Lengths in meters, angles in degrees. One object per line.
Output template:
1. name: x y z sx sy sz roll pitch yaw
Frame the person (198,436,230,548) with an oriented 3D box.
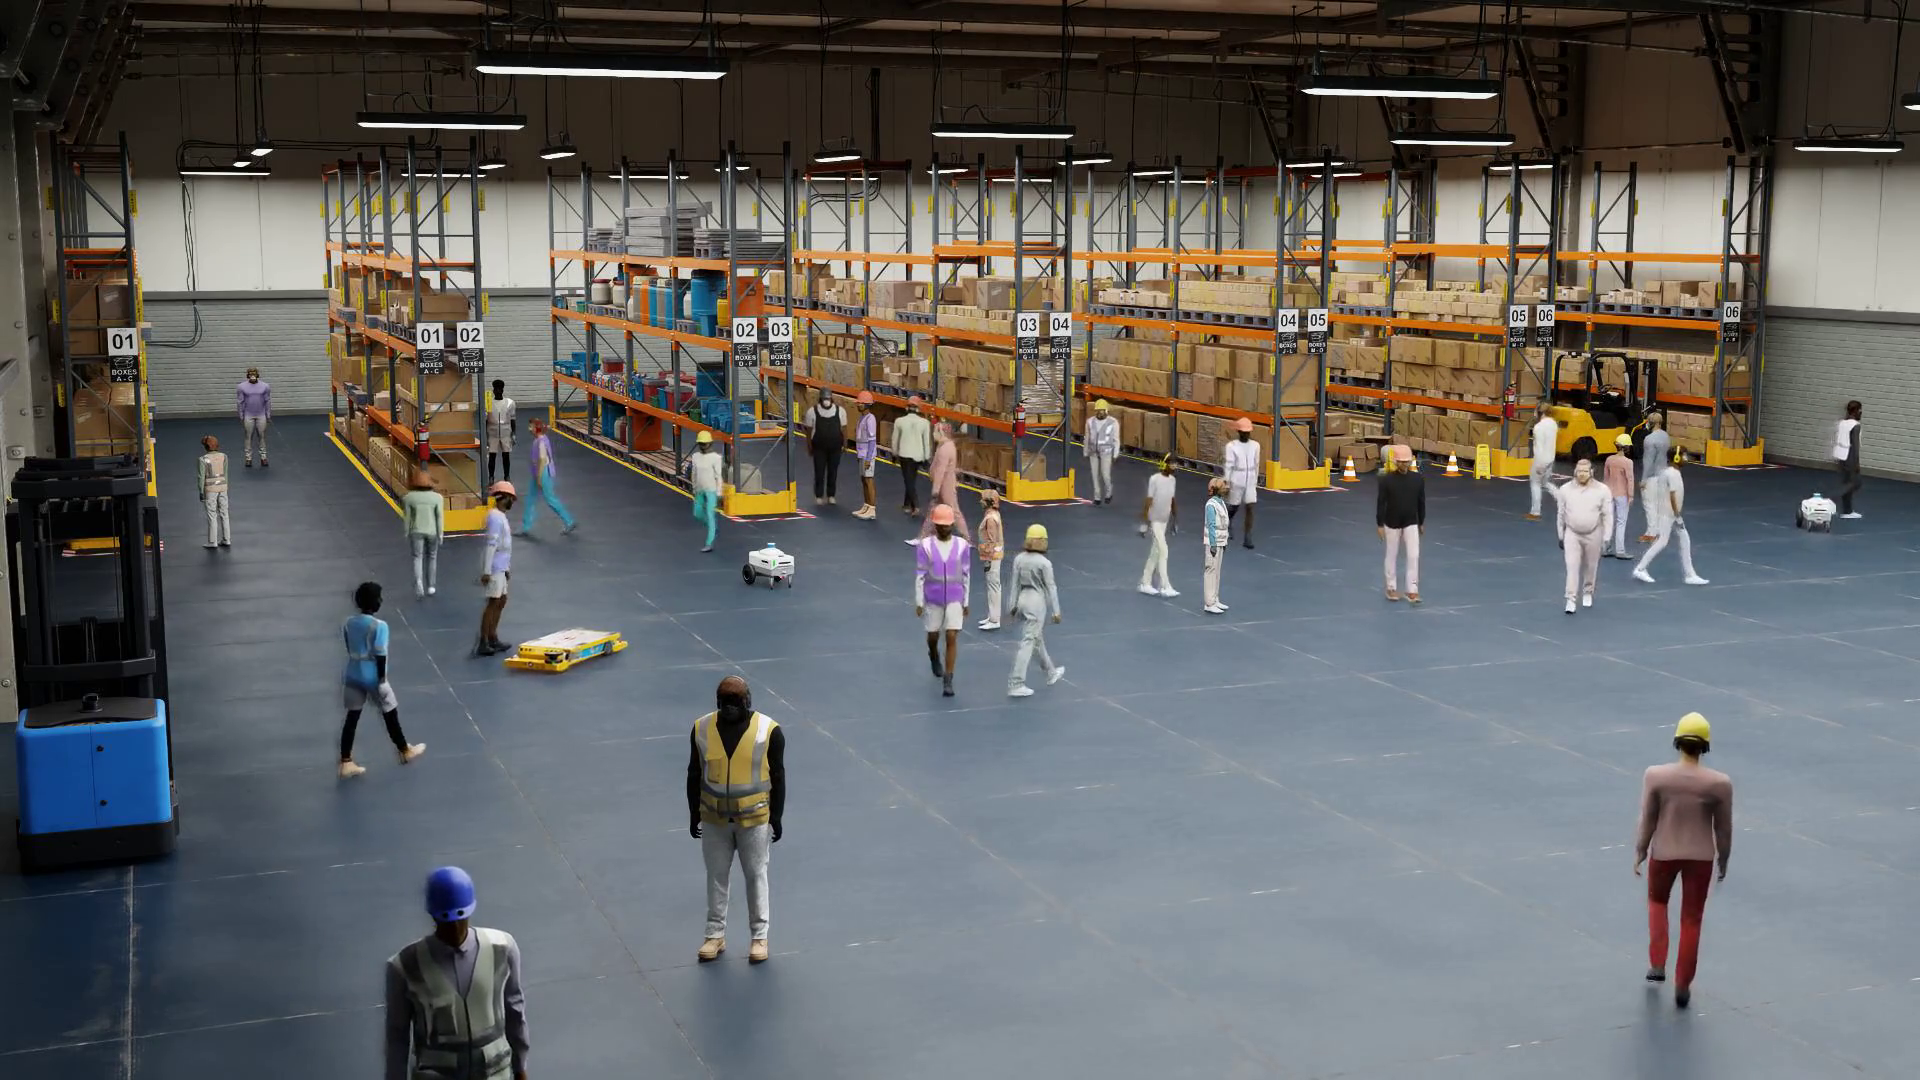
1. person: -10.892 -0.706 30.584 0.315 1.629 0.508 5 10 32

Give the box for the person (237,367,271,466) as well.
1. person: -13.799 -2.418 40.966 0.636 1.939 0.364 -4 9 -24

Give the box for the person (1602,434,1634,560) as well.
1. person: 9.314 -0.618 29.549 0.329 1.765 0.533 -4 10 -26

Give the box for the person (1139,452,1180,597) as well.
1. person: 2.602 -0.195 26.525 0.831 1.824 0.571 7 11 40

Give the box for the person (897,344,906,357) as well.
1. person: -1.429 -3.944 51.728 0.613 1.776 0.880 -5 10 -31

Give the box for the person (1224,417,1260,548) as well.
1. person: 4.121 -0.869 30.766 0.550 1.910 0.829 -2 9 -13

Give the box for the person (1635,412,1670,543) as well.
1. person: 10.296 -0.935 31.079 0.364 1.939 0.633 7 11 40

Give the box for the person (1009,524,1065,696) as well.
1. person: 0.808 0.689 21.065 0.912 1.685 0.520 -8 12 -42

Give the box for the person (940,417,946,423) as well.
1. person: -0.526 -3.460 49.098 0.543 1.583 0.864 -2 9 -15

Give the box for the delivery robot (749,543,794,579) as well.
1. delivery robot: -2.465 0.283 27.385 0.477 0.478 0.707 -6 10 -34

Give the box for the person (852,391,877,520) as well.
1. person: -1.525 -1.363 33.575 0.366 2.048 0.607 -3 9 -17

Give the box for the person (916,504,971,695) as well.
1. person: -0.171 0.566 21.157 0.551 1.916 0.747 -1 9 -3

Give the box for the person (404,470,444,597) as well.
1. person: -6.773 -0.081 26.459 0.507 1.610 0.694 -1 9 -9

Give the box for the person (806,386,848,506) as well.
1. person: -2.198 -1.566 35.090 0.692 2.000 0.942 -2 9 -13

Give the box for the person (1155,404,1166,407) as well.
1. person: 4.578 -3.309 47.923 0.500 1.633 0.282 -4 9 -23

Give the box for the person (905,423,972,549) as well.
1. person: -0.276 -0.770 30.253 0.989 1.851 0.669 0 9 0

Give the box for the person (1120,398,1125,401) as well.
1. person: 3.729 -3.546 48.562 0.596 1.913 0.639 -2 9 -12

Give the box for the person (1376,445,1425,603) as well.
1. person: 5.508 -0.188 26.023 0.650 1.956 0.900 0 9 -3

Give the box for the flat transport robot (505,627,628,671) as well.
1. flat transport robot: -4.257 1.172 22.703 0.652 0.197 1.431 4 9 22

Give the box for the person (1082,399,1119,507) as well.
1. person: 2.340 -1.451 34.950 0.601 1.817 0.430 4 9 25

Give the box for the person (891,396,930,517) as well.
1. person: -0.776 -1.367 33.971 0.606 1.941 1.037 -3 9 -20

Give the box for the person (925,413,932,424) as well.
1. person: -0.730 -3.183 46.462 0.648 1.824 0.632 -2 9 -14

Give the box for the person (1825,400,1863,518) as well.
1. person: 14.222 -1.292 33.560 0.539 1.906 0.618 0 9 2

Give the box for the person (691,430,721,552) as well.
1. person: -3.633 -0.718 30.247 0.528 1.758 0.484 5 10 28

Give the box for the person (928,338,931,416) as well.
1. person: -0.573 -4.061 51.778 0.372 1.995 0.641 1 9 6

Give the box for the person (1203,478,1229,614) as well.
1. person: 3.108 0.058 25.453 0.307 1.641 0.514 3 9 19

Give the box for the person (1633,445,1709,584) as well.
1. person: 9.338 -0.337 27.464 0.926 1.832 0.530 6 10 33

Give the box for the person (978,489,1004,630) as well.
1. person: 0.360 0.219 24.372 0.310 1.642 0.514 0 9 3

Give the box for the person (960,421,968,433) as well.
1. person: 0.152 -2.849 44.151 0.599 1.833 0.976 -4 9 -26

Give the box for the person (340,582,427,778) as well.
1. person: -5.006 1.174 17.939 0.555 1.645 0.857 6 10 33

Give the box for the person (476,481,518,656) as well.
1. person: -5.089 0.312 22.947 0.487 1.885 0.706 -1 9 -4

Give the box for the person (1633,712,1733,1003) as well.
1. person: 4.394 1.909 12.727 0.561 1.745 0.532 3 9 18

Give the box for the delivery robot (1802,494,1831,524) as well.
1. delivery robot: 13.272 -0.477 32.447 0.477 0.478 0.707 2 9 13

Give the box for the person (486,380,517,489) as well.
1. person: -8.225 -1.890 37.378 0.600 1.958 0.377 -3 9 -17

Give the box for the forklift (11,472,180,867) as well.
1. forklift: -6.630 0.886 15.957 1.129 2.768 1.873 -3 9 -21

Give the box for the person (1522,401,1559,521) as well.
1. person: 9.310 -1.247 33.220 0.647 1.920 0.641 8 12 44

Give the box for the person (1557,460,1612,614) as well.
1. person: 7.610 -0.059 25.530 0.658 1.862 1.001 3 9 21

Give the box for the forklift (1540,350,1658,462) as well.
1. forklift: 12.897 -2.725 42.309 2.313 2.155 1.214 -3 9 -21

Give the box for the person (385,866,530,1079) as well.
1. person: -2.185 2.355 9.149 0.627 1.938 0.413 -5 10 -28

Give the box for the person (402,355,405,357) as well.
1. person: -12.600 -3.317 47.454 0.598 1.784 0.896 -8 12 -44

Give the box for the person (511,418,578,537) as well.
1. person: -6.294 -0.959 31.715 0.967 1.806 0.577 -4 9 -22

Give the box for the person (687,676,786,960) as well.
1. person: -1.436 1.769 13.377 0.637 1.840 0.429 1 9 7
